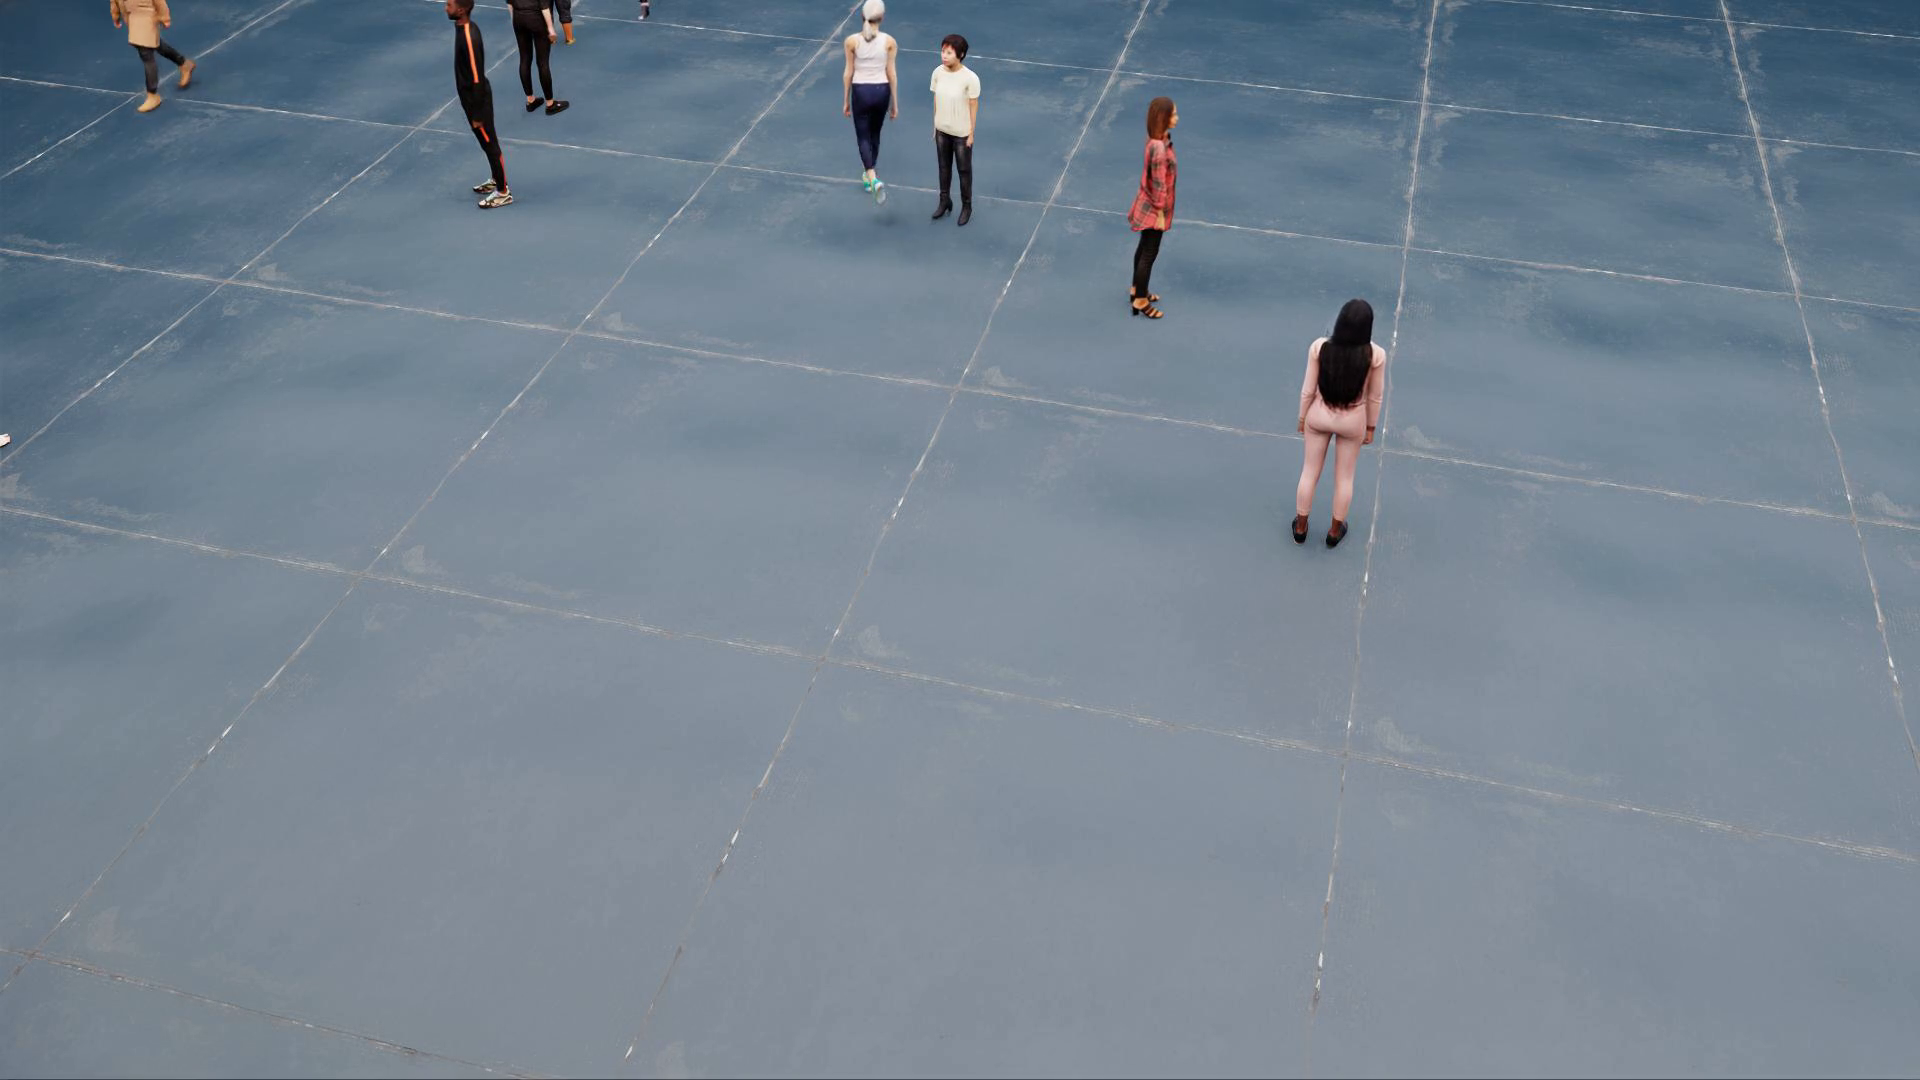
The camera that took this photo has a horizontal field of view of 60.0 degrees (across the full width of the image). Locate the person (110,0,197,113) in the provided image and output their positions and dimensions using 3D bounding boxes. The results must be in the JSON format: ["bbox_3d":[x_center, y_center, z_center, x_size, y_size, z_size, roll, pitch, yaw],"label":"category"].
[{"bbox_3d":[-7.574,-4.945,15.496,0.731,1.701,1.143,14,40,17],"label":"person"}]

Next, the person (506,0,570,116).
[{"bbox_3d":[-3.956,-4.763,15.260,0.640,1.706,0.574,16,41,19],"label":"person"}]

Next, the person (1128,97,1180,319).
[{"bbox_3d":[1.438,-2.474,12.337,0.720,1.702,0.564,1,38,1],"label":"person"}]

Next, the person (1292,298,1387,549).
[{"bbox_3d":[2.272,-0.702,10.059,0.617,1.719,0.515,10,39,12],"label":"person"}]

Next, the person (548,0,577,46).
[{"bbox_3d":[-4.119,-5.708,16.670,0.609,1.456,0.570,1,38,2],"label":"person"}]

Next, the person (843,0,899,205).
[{"bbox_3d":[-0.719,-3.585,13.782,0.874,1.672,1.112,-6,38,-7],"label":"person"}]

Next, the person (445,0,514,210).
[{"bbox_3d":[-3.988,-3.656,13.763,0.766,1.808,0.658,-11,39,-14],"label":"person"}]

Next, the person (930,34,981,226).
[{"bbox_3d":[-0.043,-3.340,13.538,0.646,1.587,0.581,22,43,25],"label":"person"}]
